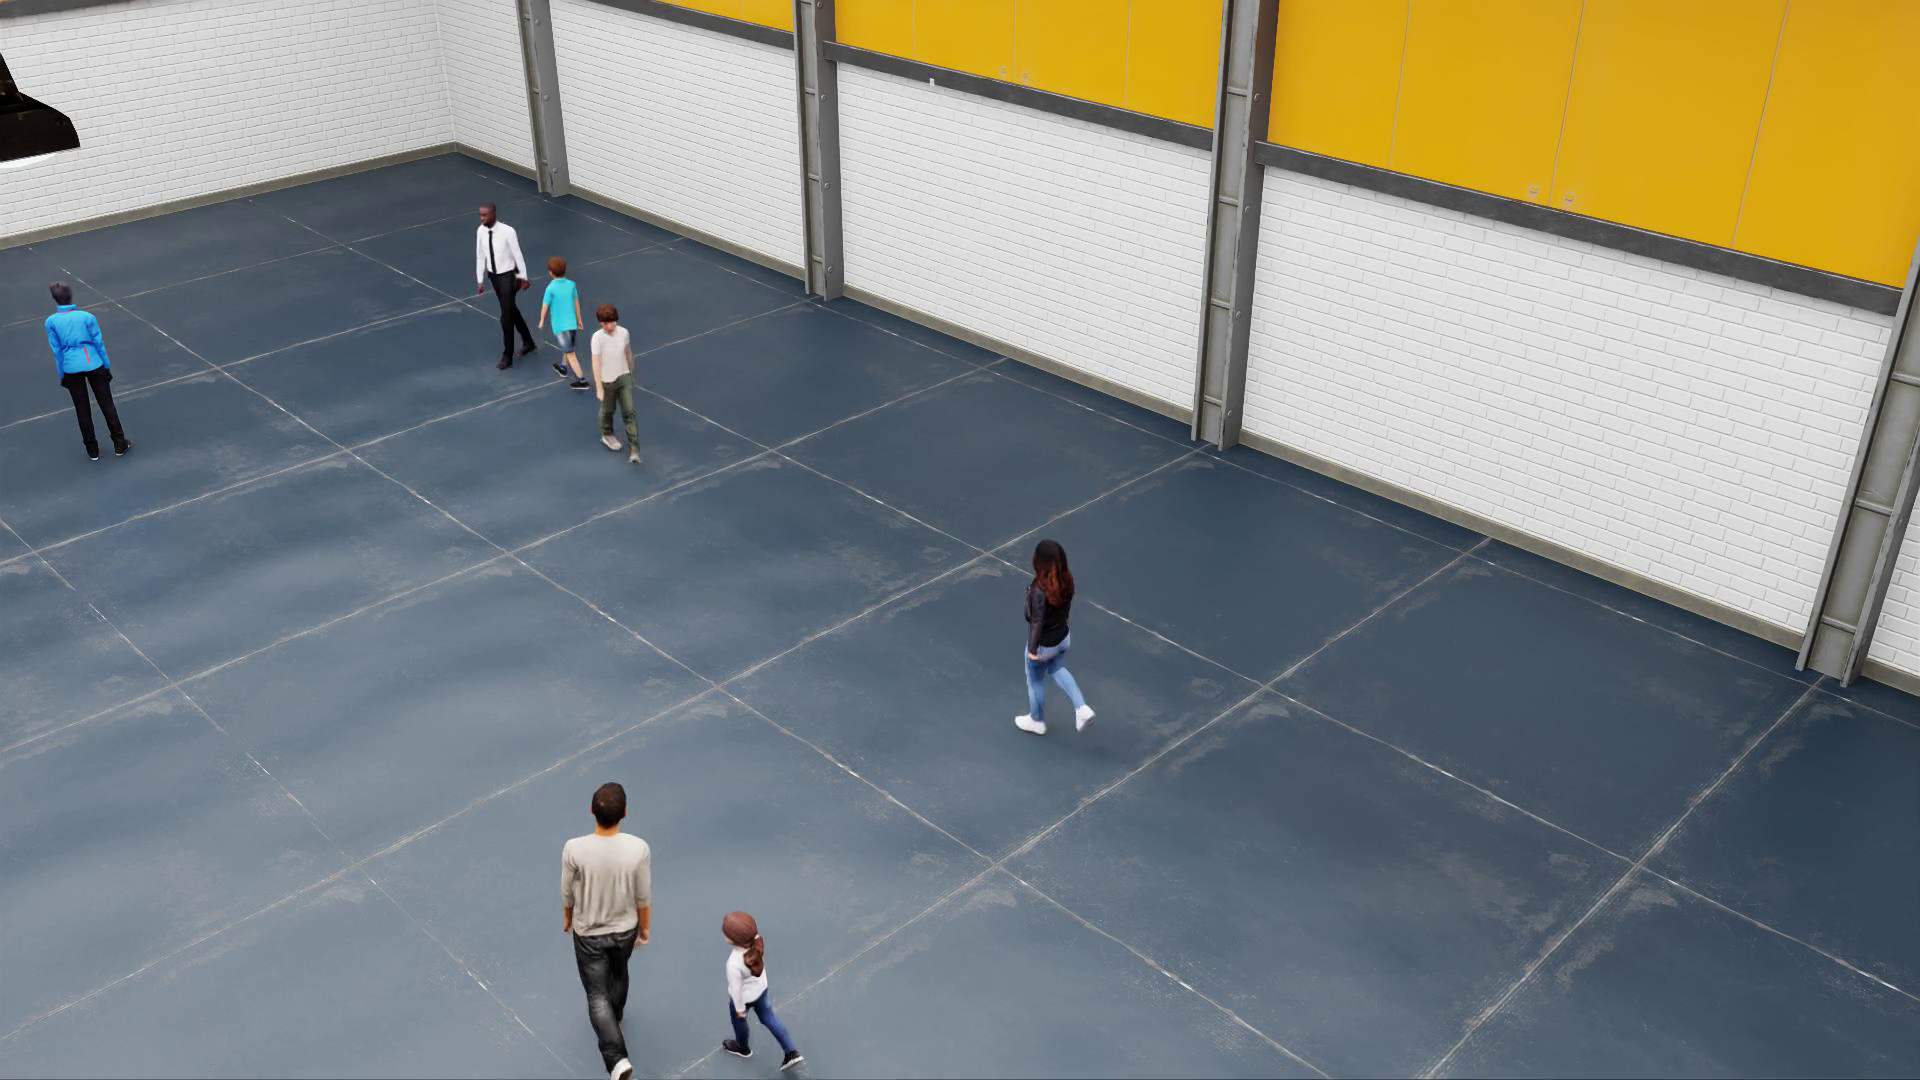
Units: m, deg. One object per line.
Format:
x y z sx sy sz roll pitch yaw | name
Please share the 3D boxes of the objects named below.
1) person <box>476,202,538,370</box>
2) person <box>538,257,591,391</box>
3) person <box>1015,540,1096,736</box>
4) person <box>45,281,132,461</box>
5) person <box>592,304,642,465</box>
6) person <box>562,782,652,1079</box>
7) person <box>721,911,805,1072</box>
-4.948 -2.870 18.315 1.045 1.805 0.946 13 31 22 | person
-4.145 -2.263 17.614 0.951 1.411 0.574 23 36 35 | person
0.694 0.736 11.899 0.885 1.619 0.699 20 35 33 | person
-8.473 -1.641 16.072 0.682 1.797 0.648 -12 31 -21 | person
-3.370 -1.553 16.112 0.782 1.603 1.165 -19 34 -31 | person
-1.914 2.187 9.077 0.982 1.774 1.184 -10 30 -18 | person
-1.117 2.500 9.214 0.808 1.093 0.574 16 33 27 | person
